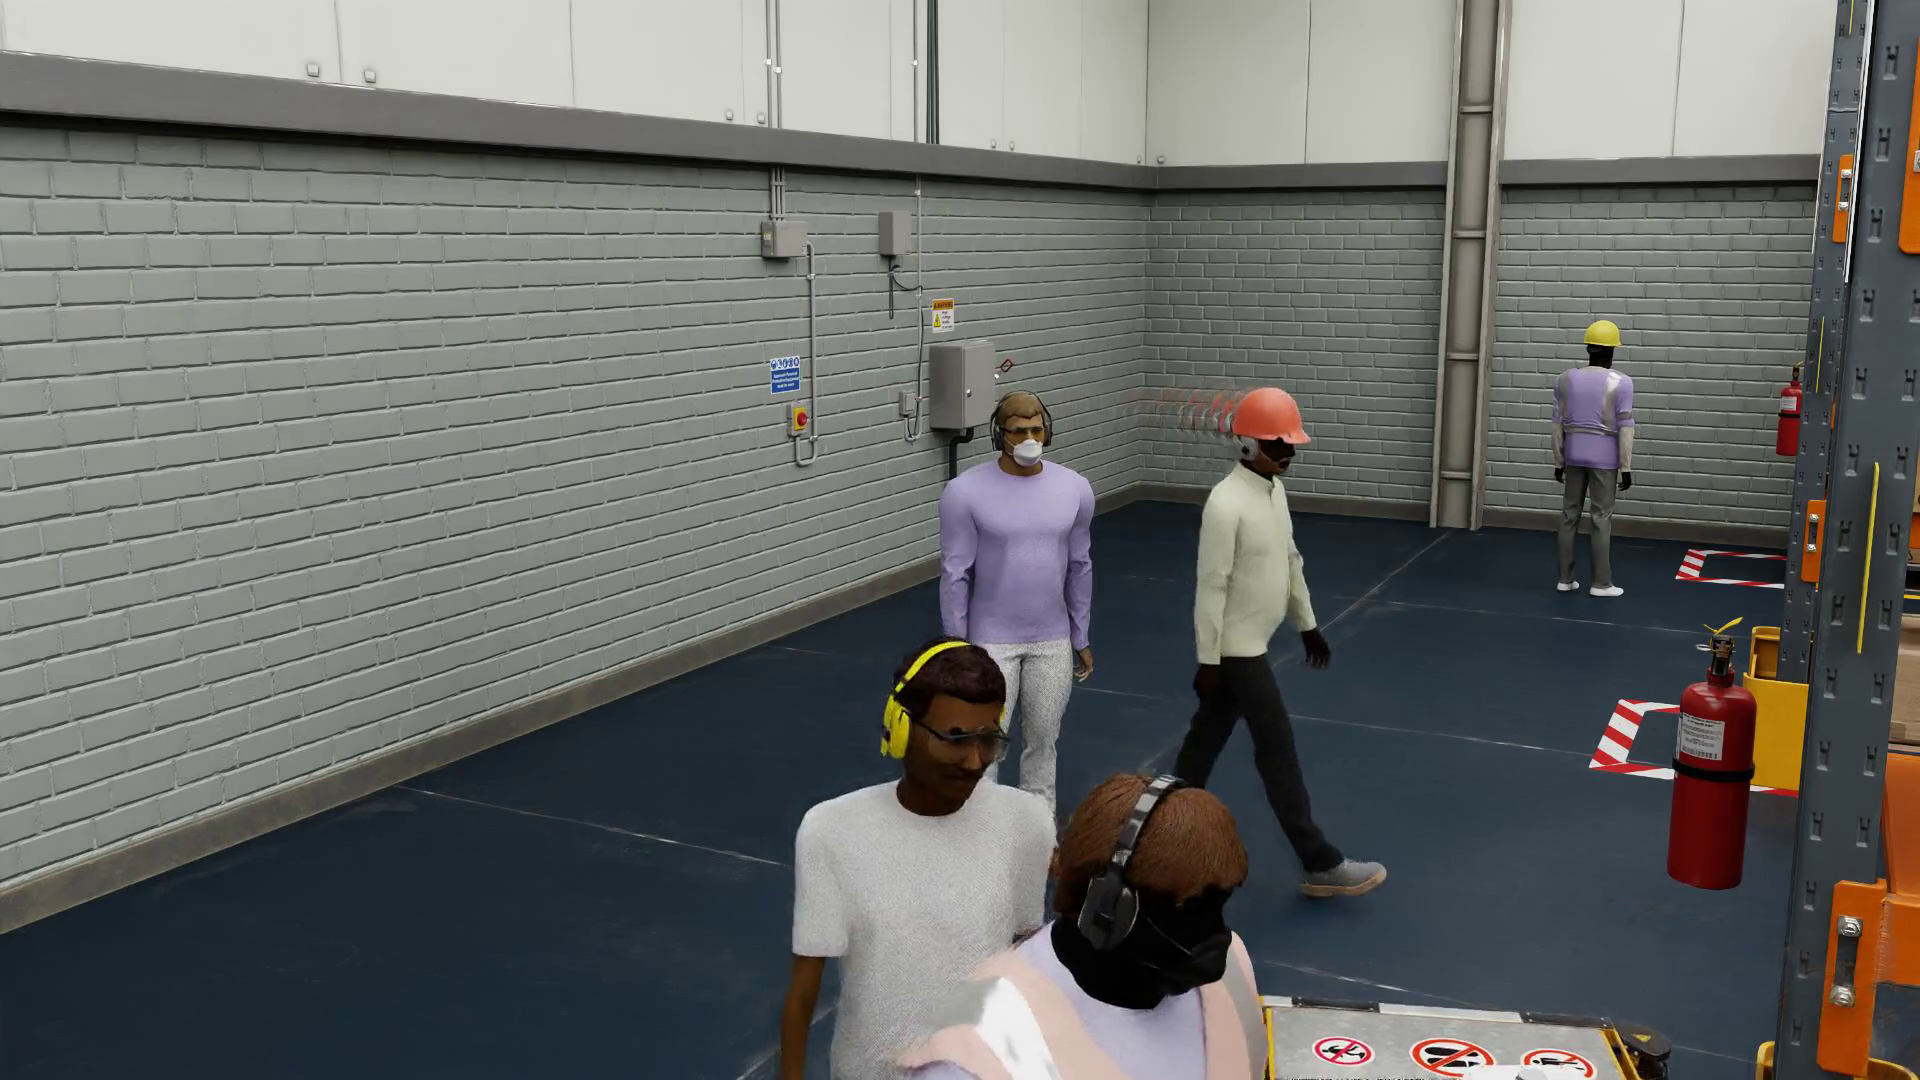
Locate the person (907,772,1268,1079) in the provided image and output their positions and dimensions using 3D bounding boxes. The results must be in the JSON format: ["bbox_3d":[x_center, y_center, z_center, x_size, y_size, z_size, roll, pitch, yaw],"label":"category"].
[{"bbox_3d":[0.148,1.185,2.398,0.649,1.818,0.612,-10,14,-42],"label":"person"}]

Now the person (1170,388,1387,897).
[{"bbox_3d":[1.207,0.393,6.350,1.009,1.937,0.614,4,11,21],"label":"person"}]

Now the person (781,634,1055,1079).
[{"bbox_3d":[-0.088,1.060,3.120,0.556,1.803,1.025,-1,10,-8],"label":"person"}]

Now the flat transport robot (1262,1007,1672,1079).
[{"bbox_3d":[1.296,1.541,4.673,1.431,0.197,0.652,2,11,9],"label":"flat transport robot"}]

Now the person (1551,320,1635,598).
[{"bbox_3d":[4.416,-0.562,11.613,0.370,1.929,0.585,-9,14,-41],"label":"person"}]

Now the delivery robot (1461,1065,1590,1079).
[{"bbox_3d":[1.419,1.494,3.897,0.477,0.478,0.707,0,10,1],"label":"delivery robot"}]

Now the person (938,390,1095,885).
[{"bbox_3d":[0.227,0.390,6.398,0.631,1.939,0.369,-4,11,-20],"label":"person"}]
